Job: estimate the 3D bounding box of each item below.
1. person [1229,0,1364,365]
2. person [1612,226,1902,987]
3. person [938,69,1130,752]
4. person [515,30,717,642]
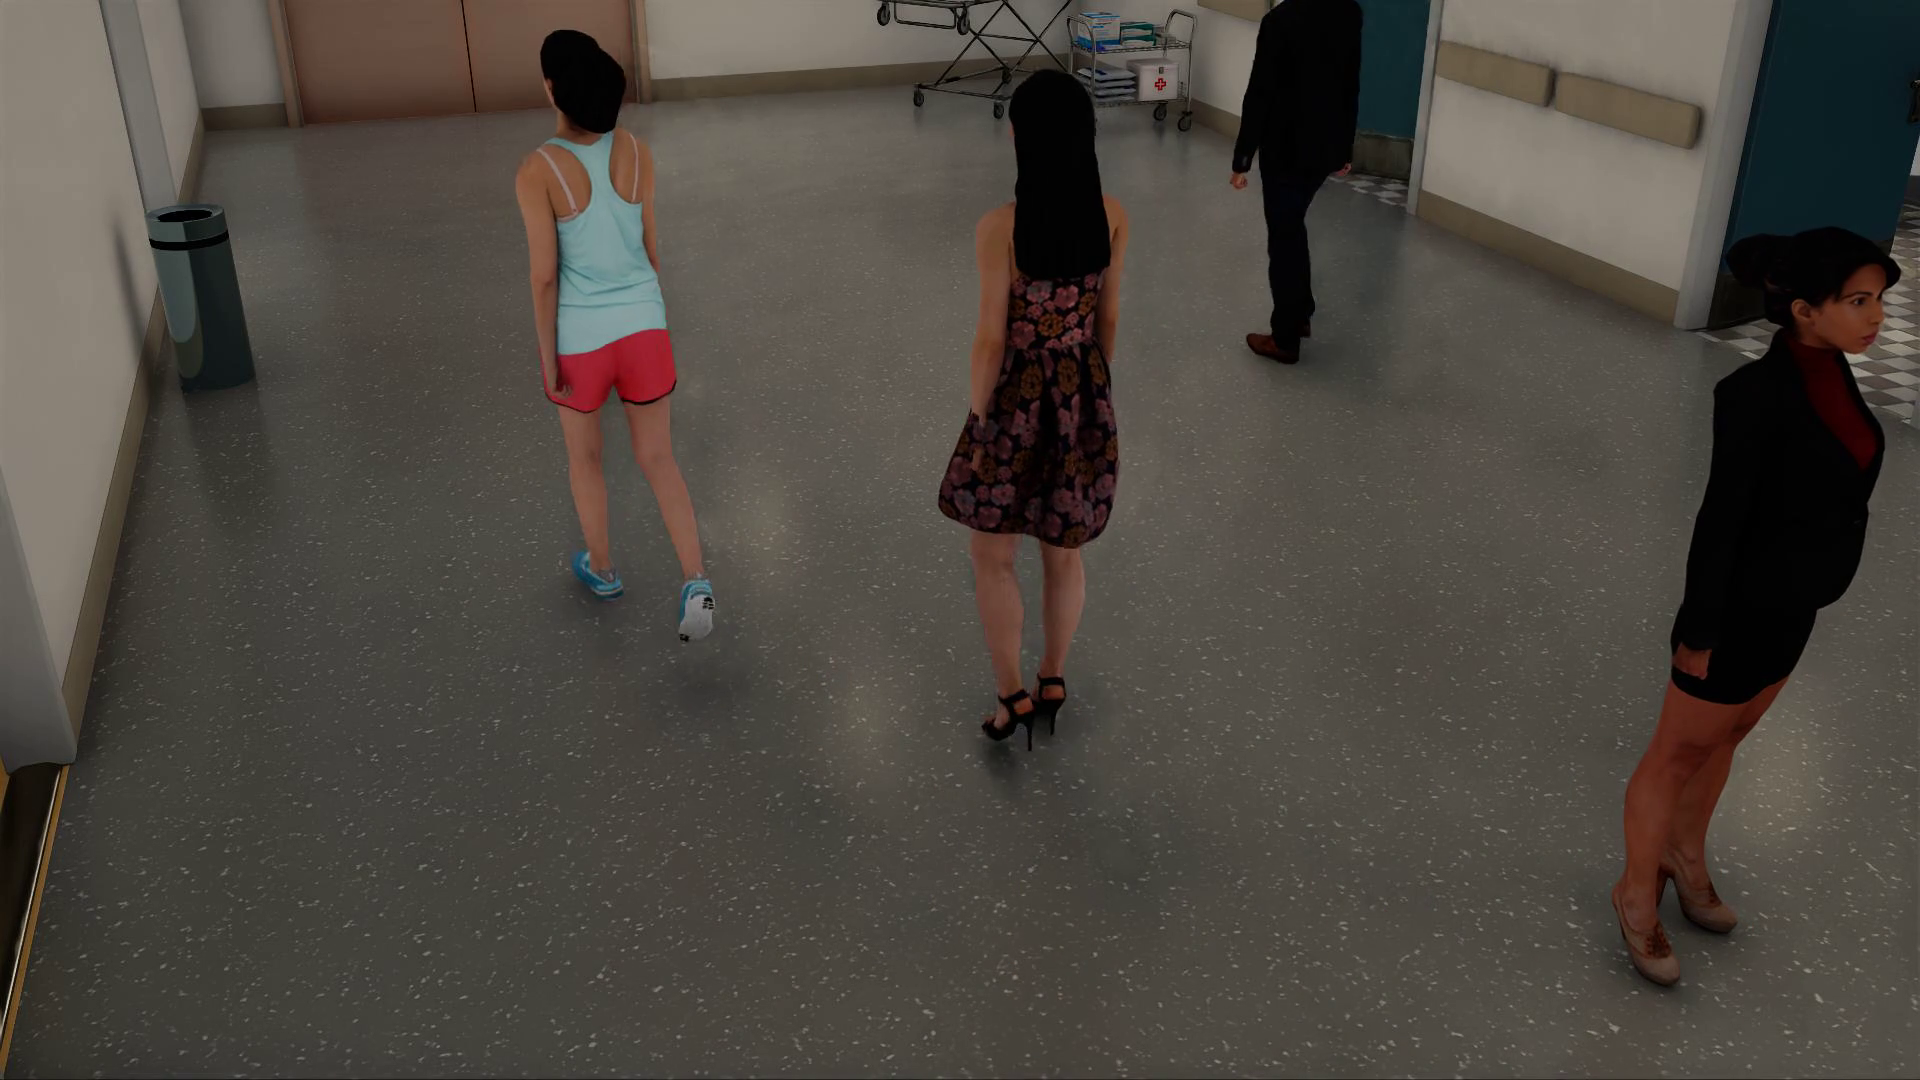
[{"bbox_3d":[1.454,-1.592,6.884,0.760,1.795,0.693,-14,29,-27],"label":"person"},{"bbox_3d":[1.616,0.161,3.428,0.646,1.639,0.699,-20,32,-35],"label":"person"},{"bbox_3d":[0.231,-0.266,4.160,0.688,1.773,0.674,-12,28,-23],"label":"person"},{"bbox_3d":[-0.959,-0.522,4.729,0.702,1.740,1.150,-14,29,-27],"label":"person"}]
